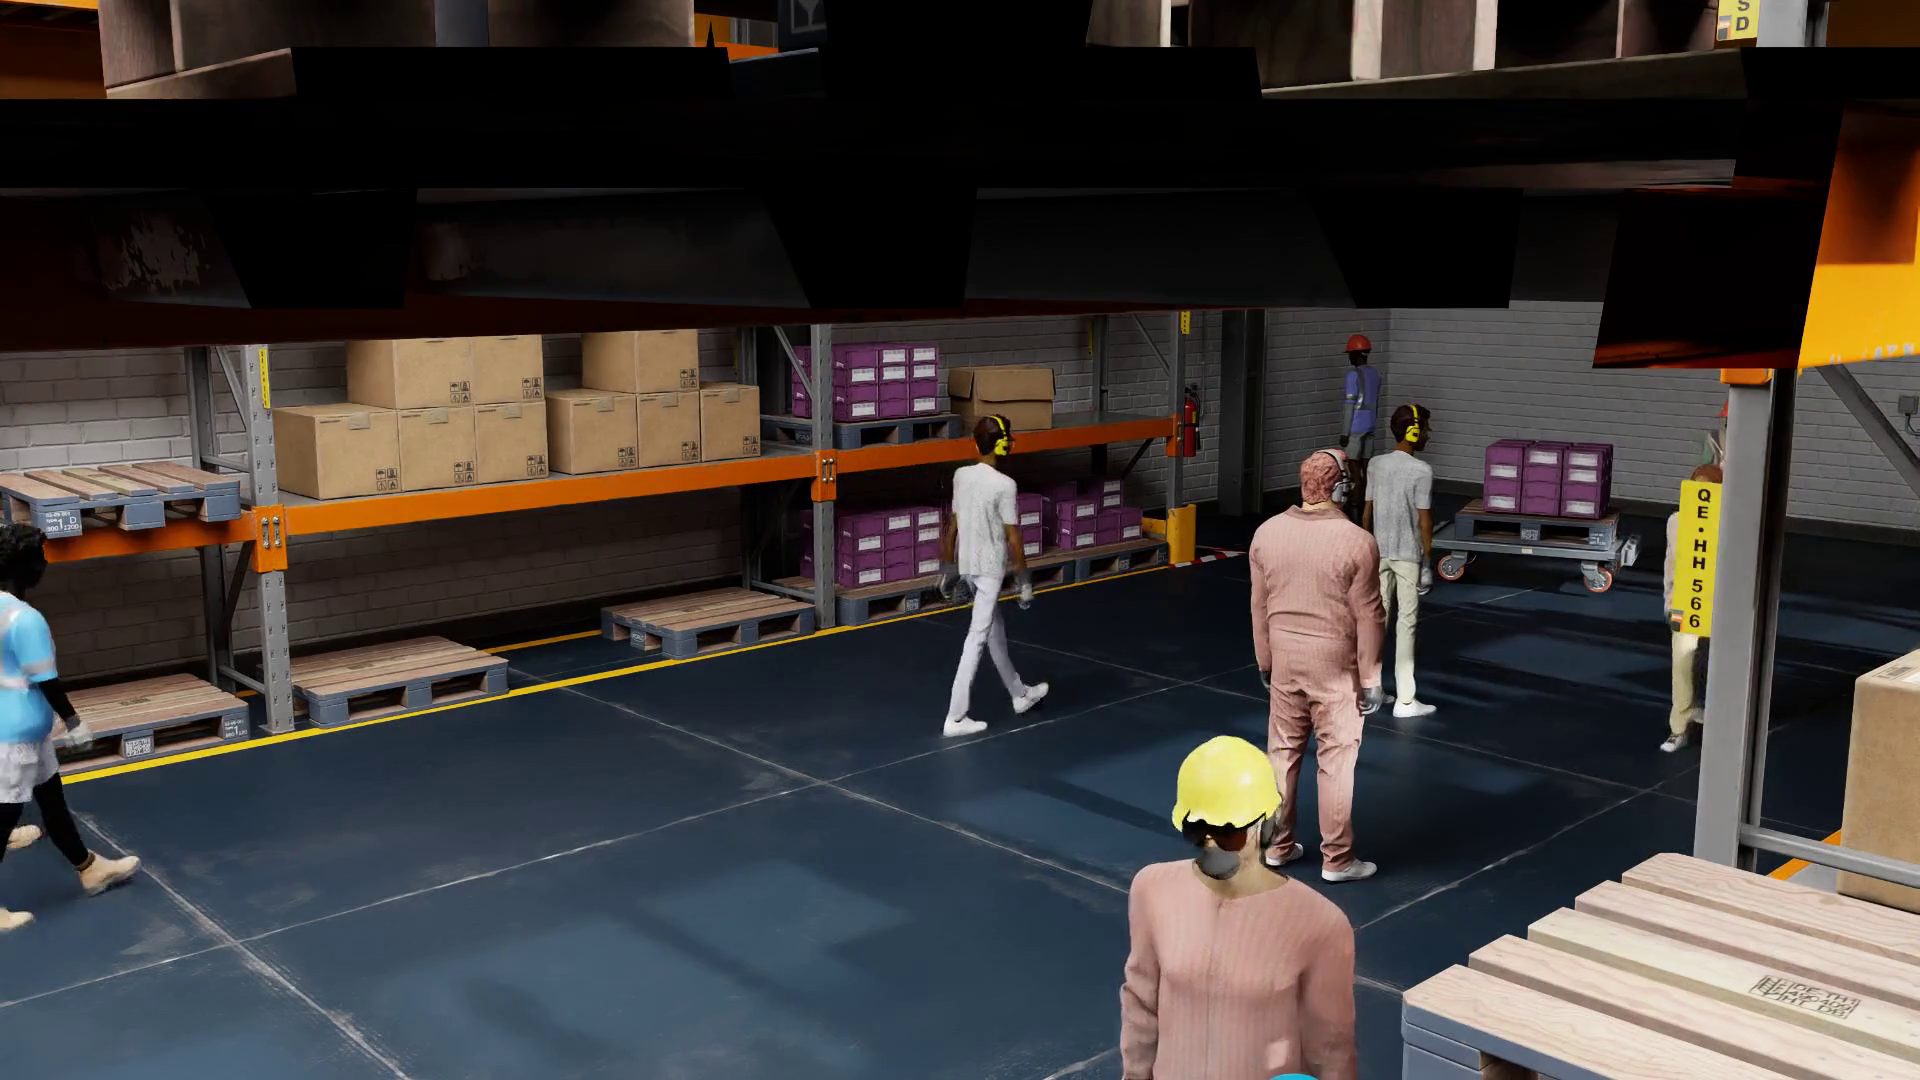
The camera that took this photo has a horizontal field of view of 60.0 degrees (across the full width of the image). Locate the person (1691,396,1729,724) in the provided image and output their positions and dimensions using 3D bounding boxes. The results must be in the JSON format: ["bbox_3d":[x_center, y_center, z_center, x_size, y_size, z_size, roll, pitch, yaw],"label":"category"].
[{"bbox_3d":[4.551,0.106,9.701,0.608,1.986,0.407,-7,12,-37],"label":"person"}]

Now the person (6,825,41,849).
[{"bbox_3d":[-4.569,0.625,7.228,0.610,1.793,0.939,8,13,39],"label":"person"}]

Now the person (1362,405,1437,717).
[{"bbox_3d":[2.629,0.123,9.948,0.329,1.863,0.513,-6,12,-34],"label":"person"}]

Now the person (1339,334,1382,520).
[{"bbox_3d":[4.139,-1.172,17.338,0.382,1.929,0.540,9,13,44],"label":"person"}]

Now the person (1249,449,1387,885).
[{"bbox_3d":[1.584,0.551,7.307,0.641,1.908,0.408,9,13,43],"label":"person"}]

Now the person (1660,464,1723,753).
[{"bbox_3d":[4.209,0.358,9.317,0.514,1.605,0.748,9,13,42],"label":"person"}]

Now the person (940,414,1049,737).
[{"bbox_3d":[0.246,0.188,9.630,0.935,1.830,0.559,-7,12,-37],"label":"person"}]

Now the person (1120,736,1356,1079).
[{"bbox_3d":[0.573,1.266,3.566,0.536,1.752,0.398,6,11,30],"label":"person"}]

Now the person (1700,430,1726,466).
[{"bbox_3d":[6.063,-0.281,13.014,0.539,1.612,0.627,3,10,16],"label":"person"}]

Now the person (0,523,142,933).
[{"bbox_3d":[-3.769,0.756,6.822,0.786,1.663,0.542,-9,13,-43],"label":"person"}]
